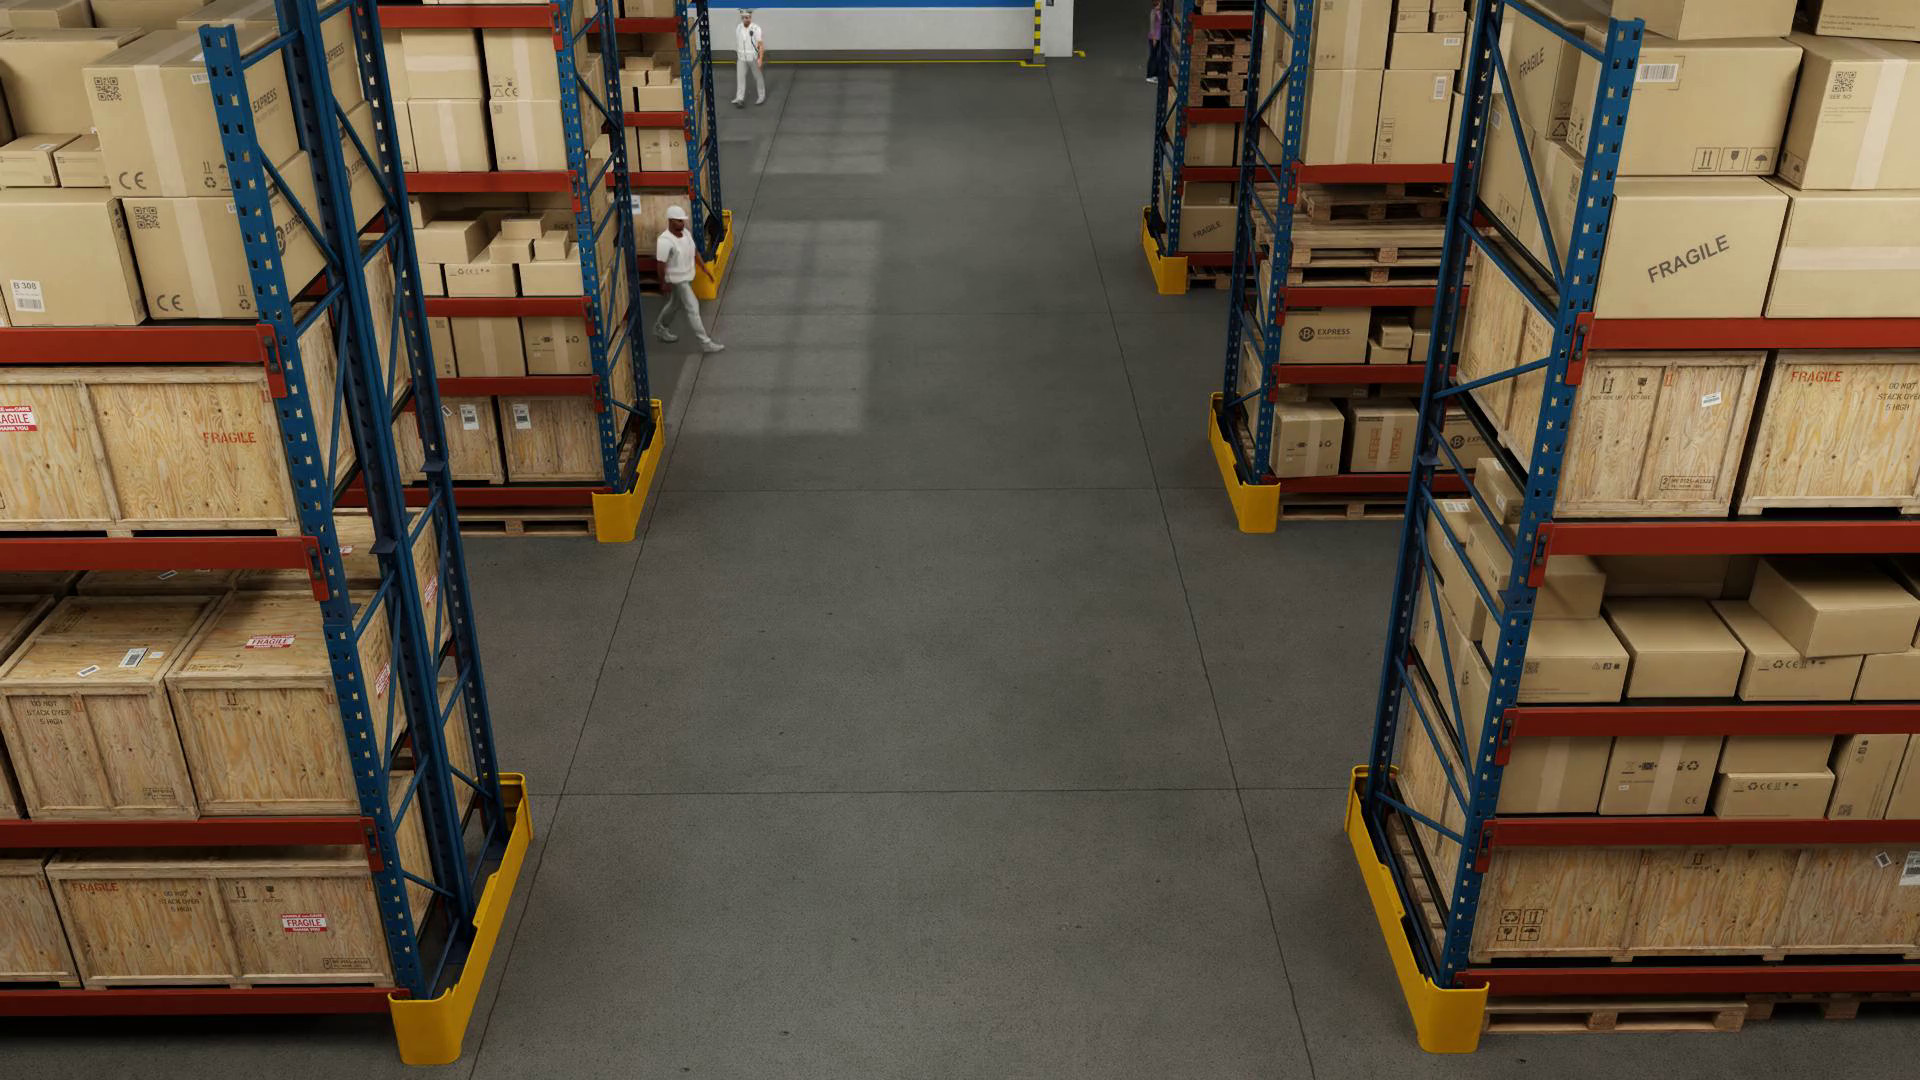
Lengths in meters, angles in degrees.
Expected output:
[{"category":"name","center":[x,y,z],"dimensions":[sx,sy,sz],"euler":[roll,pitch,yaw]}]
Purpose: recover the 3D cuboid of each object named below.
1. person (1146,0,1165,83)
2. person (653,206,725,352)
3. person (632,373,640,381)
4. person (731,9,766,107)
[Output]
[{"category":"person","center":[3.788,-9.600,31.916],"dimensions":[0.359,1.615,0.446],"euler":[12,31,22]},{"category":"person","center":[-3.263,-3.107,19.702],"dimensions":[1.015,1.732,0.581],"euler":[9,29,16]},{"category":"person","center":[-3.945,-2.447,18.413],"dimensions":[0.715,1.777,0.580],"euler":[-10,30,-17]},{"category":"person","center":[-3.827,-8.758,30.208],"dimensions":[0.562,1.731,0.982],"euler":[6,29,11]}]
